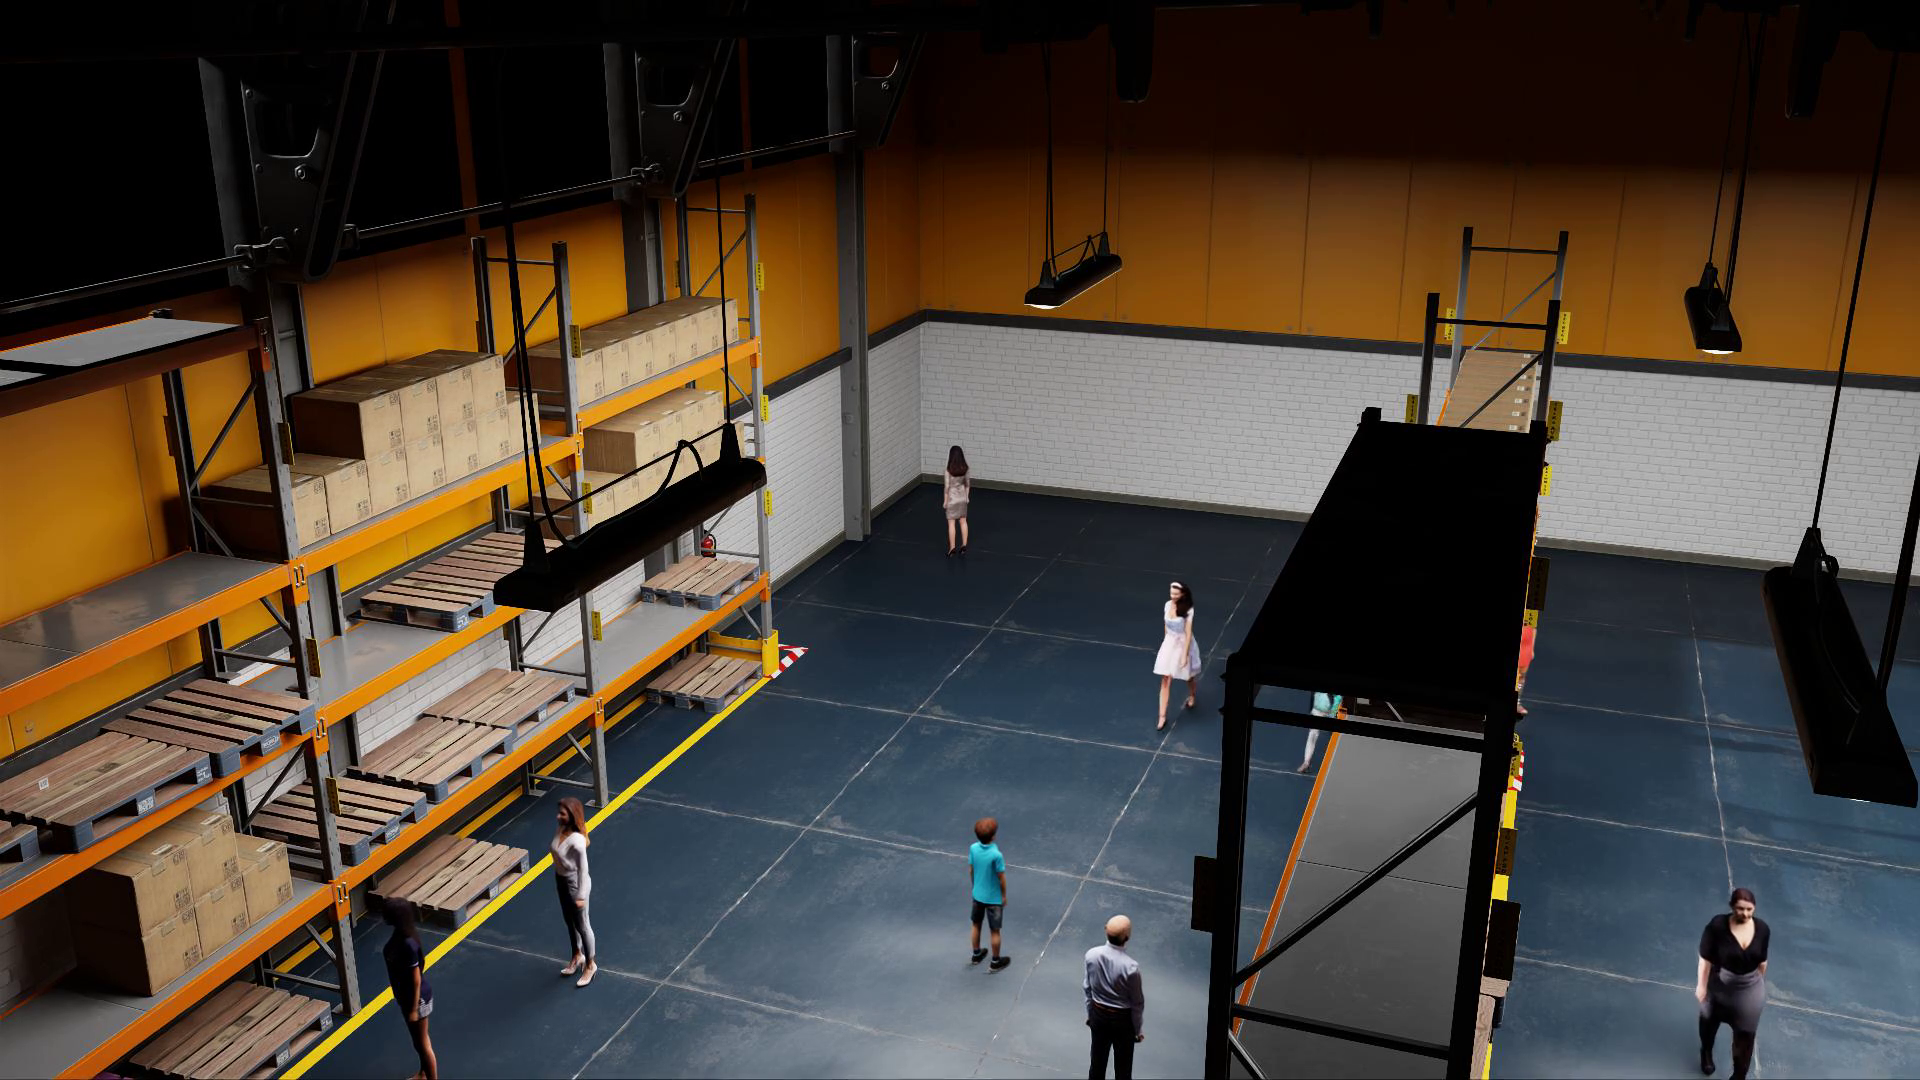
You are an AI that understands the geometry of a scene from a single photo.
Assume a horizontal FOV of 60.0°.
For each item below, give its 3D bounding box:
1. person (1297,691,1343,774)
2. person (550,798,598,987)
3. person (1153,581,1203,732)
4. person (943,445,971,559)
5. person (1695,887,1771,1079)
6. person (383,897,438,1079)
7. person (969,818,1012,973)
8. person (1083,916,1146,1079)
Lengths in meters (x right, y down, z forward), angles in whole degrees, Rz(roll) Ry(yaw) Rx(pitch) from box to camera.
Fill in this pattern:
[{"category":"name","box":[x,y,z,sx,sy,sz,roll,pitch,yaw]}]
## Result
[{"category":"person","box":[4.094,1.861,18.401,0.800,1.457,1.066,15,24,38]},{"category":"person","box":[-3.349,3.034,14.432,0.670,1.767,0.659,-17,25,-40]},{"category":"person","box":[2.626,1.327,19.522,0.860,1.754,1.267,14,23,35]},{"category":"person","box":[-0.051,-0.589,25.221,0.641,1.747,0.719,-10,21,-28]},{"category":"person","box":[6.059,3.482,13.156,0.775,1.733,0.944,3,19,10]},{"category":"person","box":[-4.242,3.544,12.920,0.718,1.766,0.660,-9,21,-25]},{"category":"person","box":[0.240,3.111,14.704,0.575,1.448,0.565,14,23,35]},{"category":"person","box":[1.165,3.643,12.584,0.678,1.791,0.623,10,21,28]}]
